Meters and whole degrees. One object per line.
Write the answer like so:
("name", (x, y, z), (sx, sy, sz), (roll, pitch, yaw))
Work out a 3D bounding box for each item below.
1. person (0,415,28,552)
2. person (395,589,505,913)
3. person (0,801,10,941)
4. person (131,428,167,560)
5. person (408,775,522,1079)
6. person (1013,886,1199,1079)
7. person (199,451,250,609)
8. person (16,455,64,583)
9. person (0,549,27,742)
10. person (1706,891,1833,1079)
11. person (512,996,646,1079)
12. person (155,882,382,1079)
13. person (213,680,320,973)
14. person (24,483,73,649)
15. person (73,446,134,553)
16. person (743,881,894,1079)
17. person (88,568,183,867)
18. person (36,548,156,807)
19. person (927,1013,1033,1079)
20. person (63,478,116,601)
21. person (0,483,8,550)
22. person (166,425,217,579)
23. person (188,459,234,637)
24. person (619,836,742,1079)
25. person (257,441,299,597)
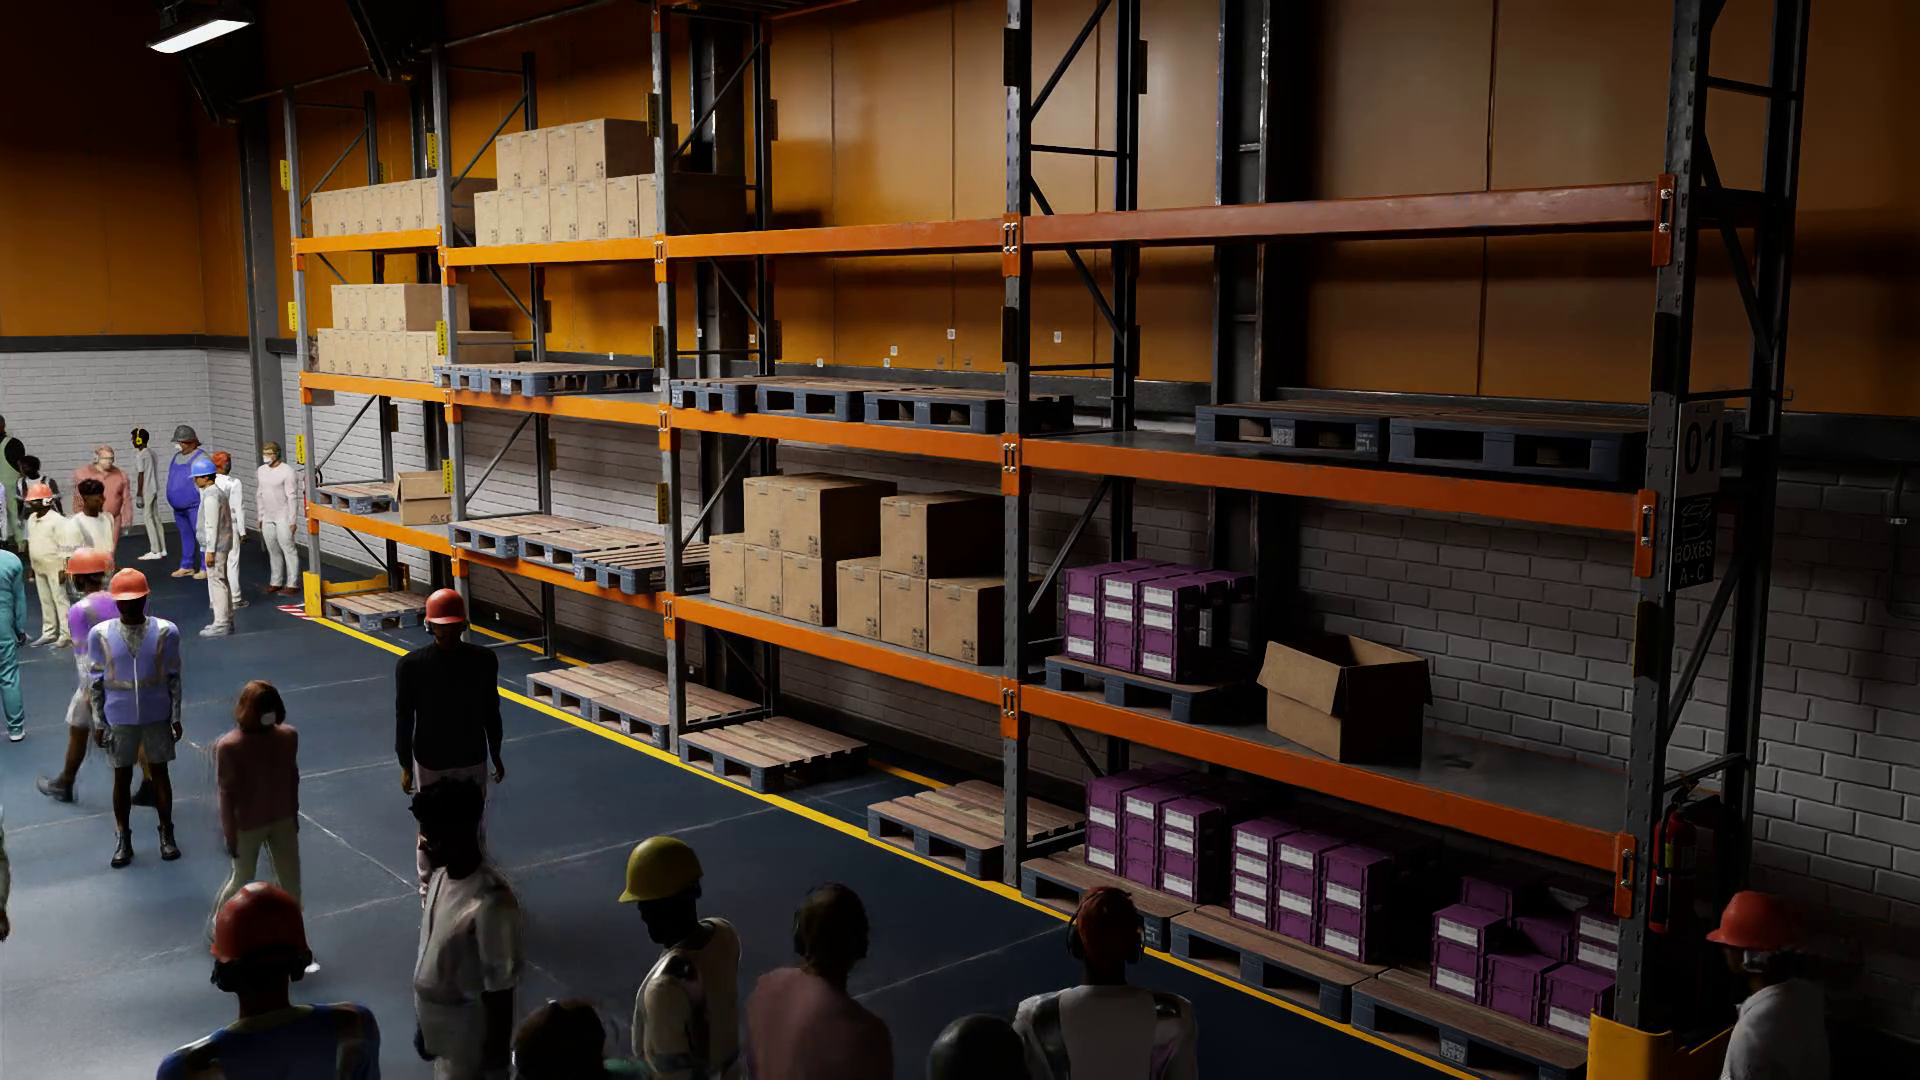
("person", (-13.878, -0.822, 24.057), (0.684, 2.000, 0.535), (-5, 9, -29))
("person", (-2.967, 1.265, 9.712), (0.622, 1.994, 0.381), (-5, 10, -33))
("person", (-4.744, 1.696, 7.694), (0.792, 1.718, 0.565), (6, 10, 34))
("person", (-11.495, -0.652, 23.532), (0.345, 1.860, 0.503), (-1, 8, -4))
("person", (-1.827, 1.807, 6.089), (0.539, 1.954, 0.628), (-6, 10, -34))
("person", (0.443, 1.982, 5.117), (0.583, 1.882, 0.350), (0, 8, -3))
("person", (-8.730, -0.114, 19.725), (0.573, 1.877, 0.353), (2, 8, 12))
("person", (-11.846, -0.264, 21.446), (0.606, 1.679, 0.335), (0, 8, 1))
("person", (-7.994, 0.747, 13.616), (0.642, 1.909, 0.410), (-7, 11, -42))
("person", (2.609, 2.006, 5.521), (0.805, 1.710, 0.571), (6, 10, 36))
("person", (-0.993, 2.077, 4.451), (1.059, 1.864, 0.710), (1, 8, 5))
("person", (-1.930, 1.962, 4.696), (0.615, 2.042, 0.374), (-7, 11, -42))
("person", (-3.858, 1.539, 9.128), (0.774, 1.605, 0.505), (6, 10, 36))
("person", (-9.580, 0.272, 17.448), (0.563, 1.751, 0.342), (4, 9, 27))
("person", (-10.474, -0.214, 20.409), (0.661, 1.870, 0.792), (-8, 11, -43))
("person", (-0.421, 1.993, 4.995), (0.525, 1.927, 0.767), (-7, 11, -39))
("person", (-5.330, 1.138, 10.791), (0.545, 1.939, 0.354), (-4, 9, -26))
("person", (-6.224, 0.993, 11.991), (1.000, 1.884, 0.553), (3, 9, 19))
("person", (0.062, 2.047, 4.118), (0.701, 2.000, 0.695), (3, 9, 17))
("person", (-8.374, 0.361, 16.127), (0.444, 1.949, 0.641), (2, 8, 14))
("person", (-11.508, -0.102, 19.546), (0.582, 1.905, 0.669), (-4, 9, -27))
("person", (-10.127, -0.502, 21.835), (0.673, 2.000, 0.536), (4, 9, 26))
("person", (-8.161, 0.081, 18.176), (0.420, 1.933, 0.616), (-3, 9, -18))
("person", (-0.917, 1.910, 5.498), (0.382, 1.918, 0.585), (2, 8, 11))
("person", (-8.432, -0.263, 20.578), (0.634, 1.934, 0.377), (4, 9, 28))
